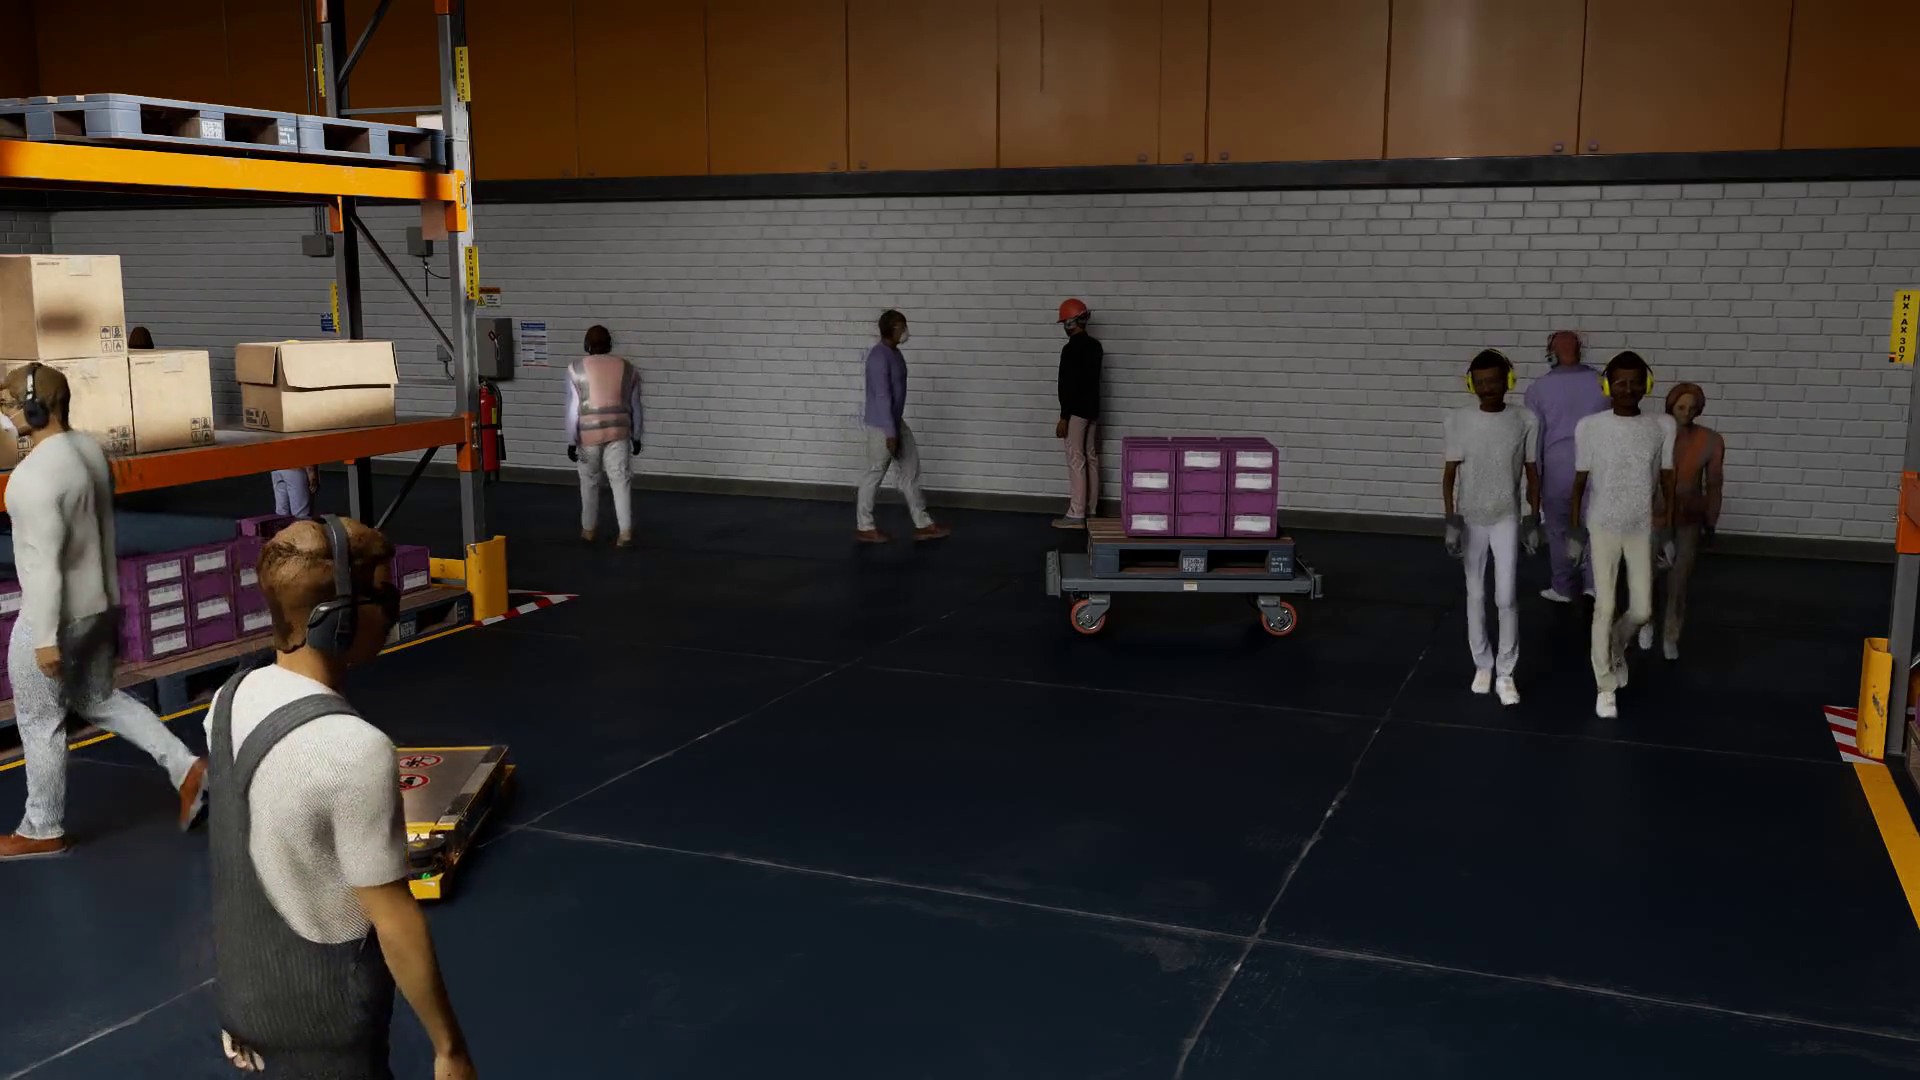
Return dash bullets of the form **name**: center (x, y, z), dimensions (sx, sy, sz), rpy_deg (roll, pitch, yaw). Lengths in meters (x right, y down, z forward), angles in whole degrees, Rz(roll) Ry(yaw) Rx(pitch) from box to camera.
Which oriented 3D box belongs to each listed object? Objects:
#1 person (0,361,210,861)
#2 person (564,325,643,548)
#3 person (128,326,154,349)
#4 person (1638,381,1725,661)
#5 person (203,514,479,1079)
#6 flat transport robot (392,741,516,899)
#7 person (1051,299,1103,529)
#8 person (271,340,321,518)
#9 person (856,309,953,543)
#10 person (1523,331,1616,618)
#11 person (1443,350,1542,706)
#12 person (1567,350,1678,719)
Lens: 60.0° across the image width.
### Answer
- **person**: center (-3.333, 0.279, 6.326), dimensions (0.805, 1.921, 0.634), rpy_deg (0, 9, -3)
- **person**: center (-2.876, -0.841, 13.484), dimensions (0.646, 1.801, 0.962), rpy_deg (-4, 10, -24)
- **person**: center (-8.567, -1.423, 17.496), dimensions (0.502, 1.632, 0.277), rpy_deg (-5, 11, -27)
- **person**: center (4.078, -0.106, 9.549), dimensions (0.532, 1.619, 0.375), rpy_deg (3, 10, 17)
- **person**: center (-1.060, 0.852, 3.098), dimensions (0.549, 1.830, 0.637), rpy_deg (9, 13, 42)
- **flat transport robot**: center (-2.207, 1.067, 6.525), dimensions (0.652, 0.197, 1.431), rpy_deg (-1, 9, -4)
- **person**: center (1.010, -1.091, 14.421), dimensions (0.393, 1.985, 0.611), rpy_deg (5, 11, 29)
- **person**: center (-4.528, -0.476, 11.361), dimensions (0.532, 1.768, 0.311), rpy_deg (8, 12, 39)
- **person**: center (-0.455, -0.907, 13.525), dimensions (0.906, 1.906, 0.660), rpy_deg (2, 10, 13)
- **person**: center (4.029, -0.433, 10.872), dimensions (0.710, 1.855, 0.924), rpy_deg (1, 9, 4)
- **person**: center (2.758, -0.065, 8.651), dimensions (0.522, 1.834, 0.719), rpy_deg (3, 10, 19)
- **person**: center (3.370, -0.044, 8.480), dimensions (0.537, 1.851, 0.580), rpy_deg (2, 10, 12)
